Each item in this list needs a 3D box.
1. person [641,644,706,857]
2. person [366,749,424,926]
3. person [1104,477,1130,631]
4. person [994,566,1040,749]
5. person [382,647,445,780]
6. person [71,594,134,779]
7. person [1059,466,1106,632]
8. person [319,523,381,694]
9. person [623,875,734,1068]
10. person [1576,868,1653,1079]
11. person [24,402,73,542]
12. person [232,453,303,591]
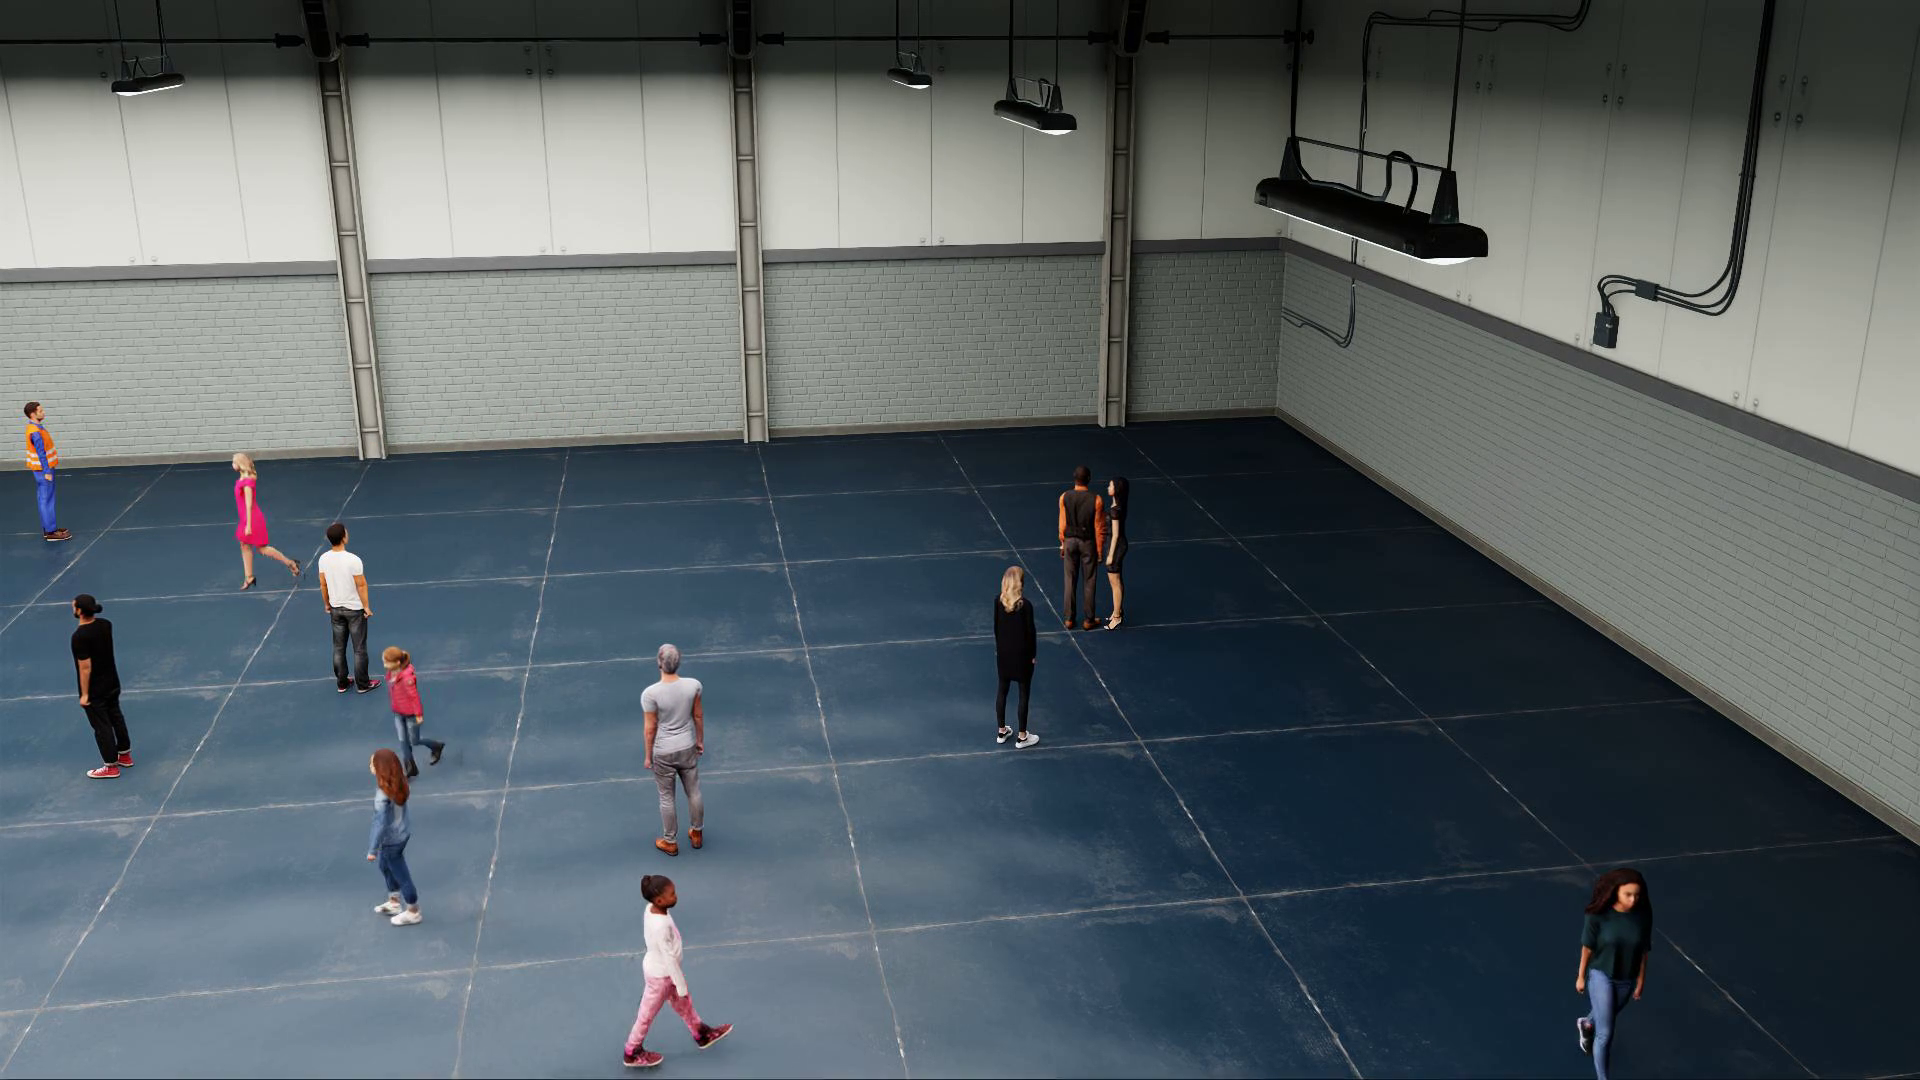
[{"bbox_3d":[-2.386,1.745,13.888,0.639,1.828,0.821,-11,21,-31],"label":"person"},{"bbox_3d":[-4.280,2.291,12.787,0.683,1.470,0.648,0,18,0],"label":"person"},{"bbox_3d":[1.776,0.136,18.885,0.602,1.792,0.645,3,18,10],"label":"person"},{"bbox_3d":[0.518,1.109,15.883,0.677,1.802,0.737,12,22,33],"label":"person"},{"bbox_3d":[-5.026,1.567,15.295,0.773,1.295,0.824,12,22,33],"label":"person"},{"bbox_3d":[-7.913,1.324,15.292,0.666,1.758,0.690,2,18,6],"label":"person"},{"bbox_3d":[1.372,0.081,18.868,0.717,1.907,0.844,6,19,17],"label":"person"},{"bbox_3d":[-6.333,0.696,17.149,0.600,1.803,0.772,3,18,10],"label":"person"},{"bbox_3d":[-2.058,2.887,11.058,0.994,1.408,0.626,-5,19,-15],"label":"person"},{"bbox_3d":[4.260,2.842,10.926,1.079,1.575,0.799,0,18,1],"label":"person"},{"bbox_3d":[-12.143,-0.926,22.029,0.755,1.864,0.773,-12,21,-32],"label":"person"},{"bbox_3d":[-8.468,-0.224,20.138,1.045,1.701,0.811,-11,21,-31],"label":"person"}]
